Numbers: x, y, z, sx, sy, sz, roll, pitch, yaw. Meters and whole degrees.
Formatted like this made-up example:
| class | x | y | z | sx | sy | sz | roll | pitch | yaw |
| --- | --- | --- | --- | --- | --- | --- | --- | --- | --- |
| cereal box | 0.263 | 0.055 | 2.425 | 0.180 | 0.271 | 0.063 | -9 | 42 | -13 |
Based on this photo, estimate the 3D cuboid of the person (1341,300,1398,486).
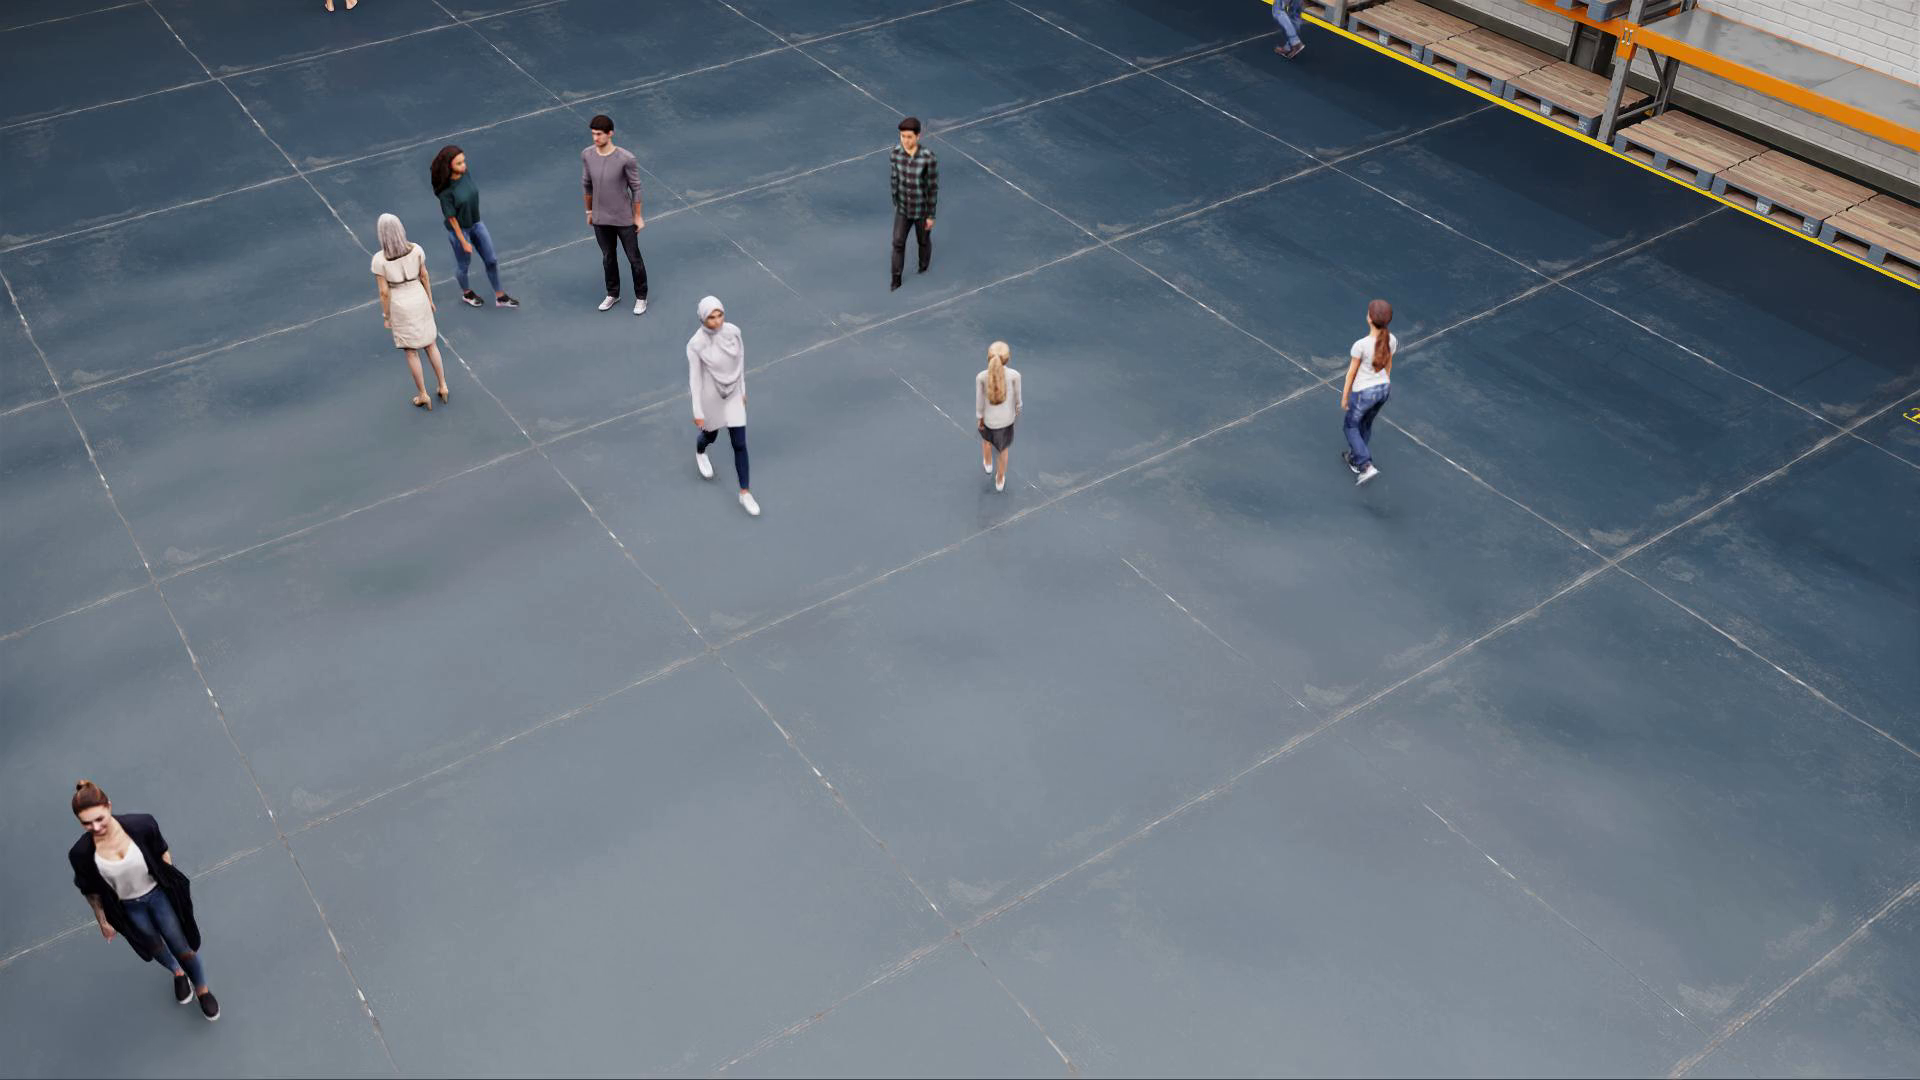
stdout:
| class | x | y | z | sx | sy | sz | roll | pitch | yaw |
| --- | --- | --- | --- | --- | --- | --- | --- | --- | --- |
| person | 3.158 | -1.097 | 12.735 | 0.684 | 1.543 | 0.899 | -11 | 40 | -13 |

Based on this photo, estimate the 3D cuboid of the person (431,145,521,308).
| class | x | y | z | sx | sy | sz | roll | pitch | yaw |
| --- | --- | --- | --- | --- | --- | --- | --- | --- | --- |
| person | -4.472 | -2.782 | 14.803 | 0.931 | 1.594 | 0.798 | 19 | 42 | 22 |

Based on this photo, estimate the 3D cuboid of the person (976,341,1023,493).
| class | x | y | z | sx | sy | sz | roll | pitch | yaw |
| --- | --- | --- | --- | --- | --- | --- | --- | --- | --- |
| person | 0.296 | -0.923 | 12.744 | 0.692 | 1.258 | 0.766 | 3 | 39 | 3 |

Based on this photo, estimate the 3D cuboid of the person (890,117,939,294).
| class | x | y | z | sx | sy | sz | roll | pitch | yaw |
| --- | --- | --- | --- | --- | --- | --- | --- | --- | --- |
| person | -0.397 | -3.112 | 15.310 | 0.972 | 1.697 | 0.980 | 11 | 40 | 14 |

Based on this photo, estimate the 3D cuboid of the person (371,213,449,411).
| class | x | y | z | sx | sy | sz | roll | pitch | yaw |
| --- | --- | --- | --- | --- | --- | --- | --- | --- | --- |
| person | -4.471 | -1.853 | 13.526 | 0.612 | 1.735 | 0.560 | -28 | 46 | -30 |

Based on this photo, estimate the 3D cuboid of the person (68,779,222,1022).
| class | x | y | z | sx | sy | sz | roll | pitch | yaw |
| --- | --- | --- | --- | --- | --- | --- | --- | --- | --- |
| person | -4.405 | 1.864 | 8.923 | 0.687 | 1.673 | 0.734 | -19 | 42 | -22 |

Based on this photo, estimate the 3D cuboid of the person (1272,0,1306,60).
| class | x | y | z | sx | sy | sz | roll | pitch | yaw |
| --- | --- | --- | --- | --- | --- | --- | --- | --- | --- |
| person | 3.926 | -6.395 | 19.132 | 0.675 | 1.838 | 0.816 | -21 | 43 | -24 |

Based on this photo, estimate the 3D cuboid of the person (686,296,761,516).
| class | x | y | z | sx | sy | sz | roll | pitch | yaw |
| --- | --- | --- | --- | --- | --- | --- | --- | --- | --- |
| person | -1.855 | -1.051 | 12.573 | 0.633 | 1.672 | 1.101 | -22 | 44 | -25 |

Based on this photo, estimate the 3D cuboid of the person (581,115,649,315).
| class | x | y | z | sx | sy | sz | roll | pitch | yaw |
| --- | --- | --- | --- | --- | --- | --- | --- | --- | --- |
| person | -3.056 | -2.886 | 14.727 | 0.723 | 1.852 | 0.798 | 8 | 39 | 10 |
